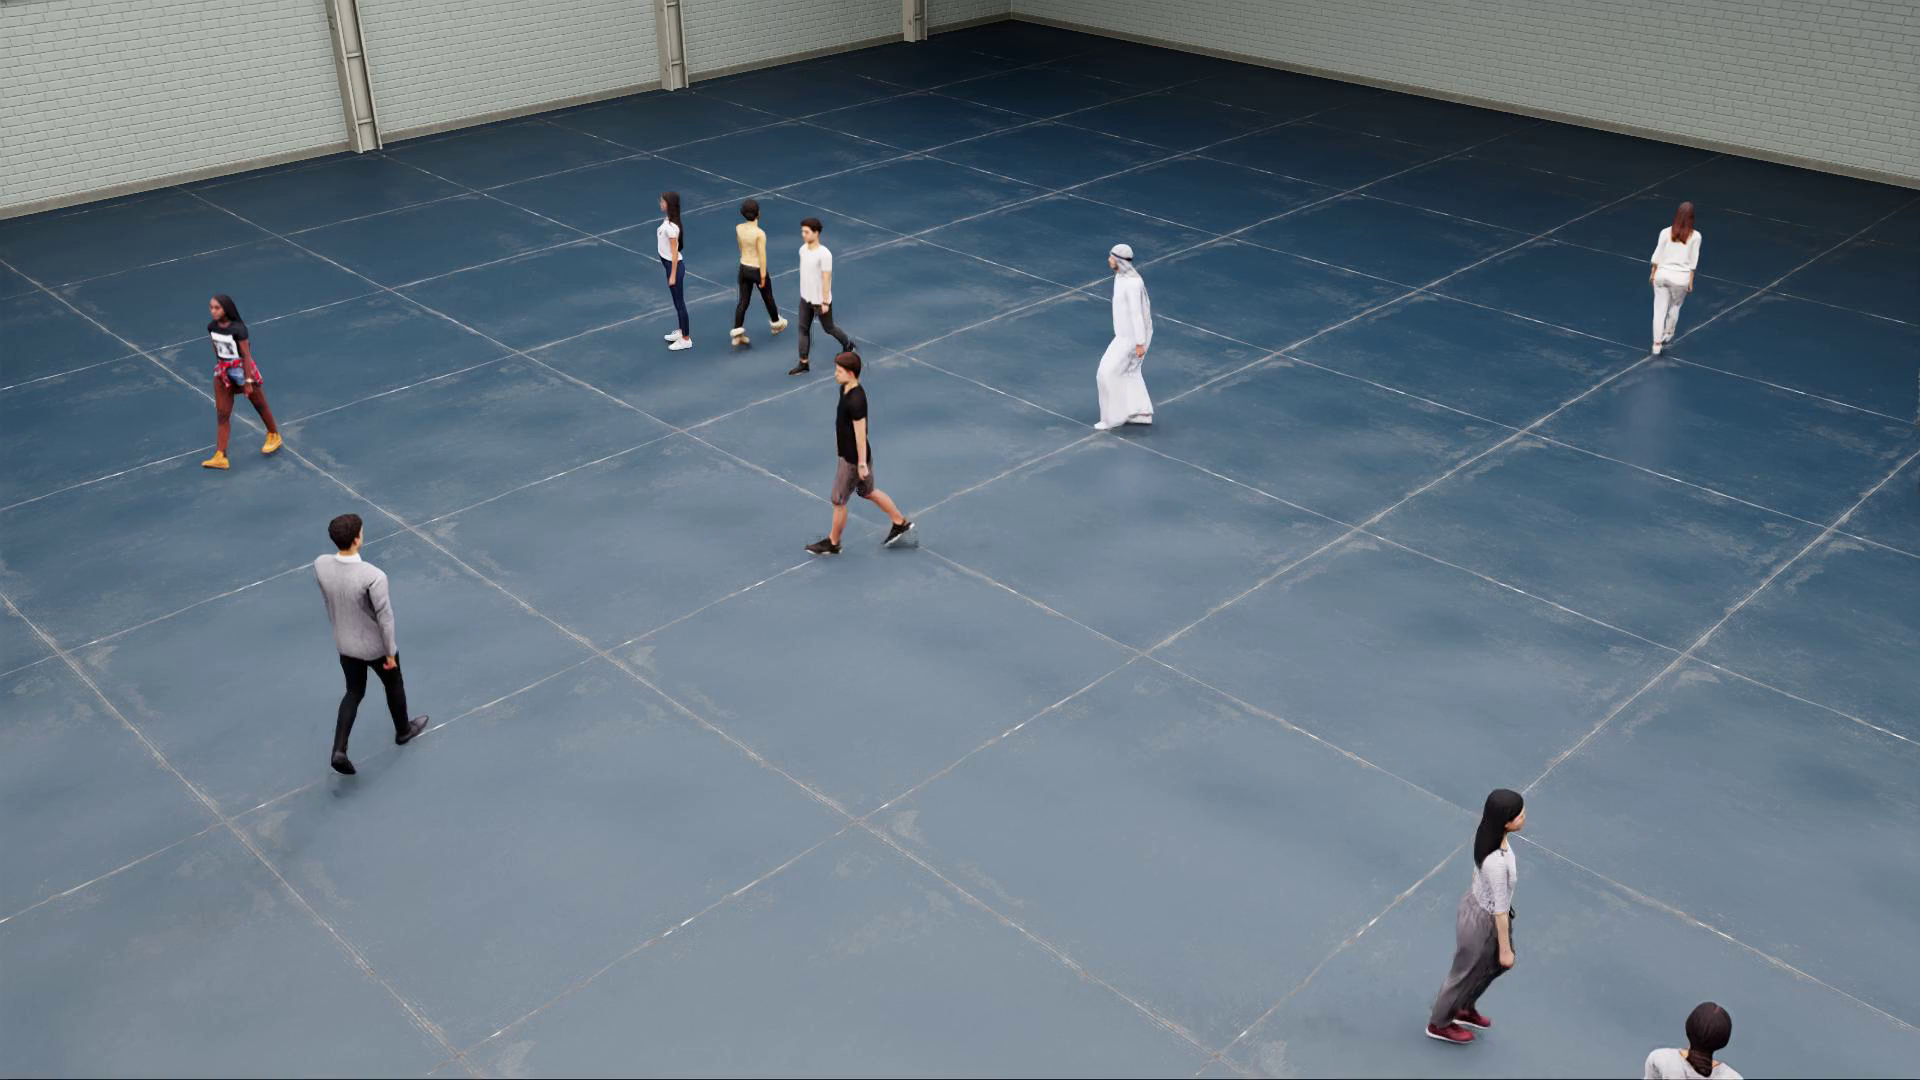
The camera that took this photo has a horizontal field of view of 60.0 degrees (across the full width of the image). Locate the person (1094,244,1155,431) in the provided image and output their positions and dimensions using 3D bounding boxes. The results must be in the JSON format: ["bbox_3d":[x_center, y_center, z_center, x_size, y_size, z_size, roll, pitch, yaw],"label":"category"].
[{"bbox_3d":[1.730,-1.983,16.414,1.046,1.889,0.958,-4,28,-8],"label":"person"}]

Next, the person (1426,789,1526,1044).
[{"bbox_3d":[2.723,2.060,9.004,0.798,1.720,0.720,7,29,13],"label":"person"}]

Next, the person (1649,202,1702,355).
[{"bbox_3d":[7.825,-2.849,18.278,0.825,1.666,1.012,13,30,22],"label":"person"}]

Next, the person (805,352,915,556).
[{"bbox_3d":[-0.804,-0.729,14.112,1.293,1.841,1.122,-5,28,-9],"label":"person"}]

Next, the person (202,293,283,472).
[{"bbox_3d":[-6.787,-1.534,15.802,1.002,1.674,1.254,8,29,15],"label":"person"}]

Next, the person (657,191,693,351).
[{"bbox_3d":[-3.156,-2.996,18.440,0.684,1.775,0.669,-6,29,-11],"label":"person"}]

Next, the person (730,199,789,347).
[{"bbox_3d":[-2.365,-2.928,18.487,0.812,1.611,1.164,14,31,25],"label":"person"}]

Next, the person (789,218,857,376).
[{"bbox_3d":[-1.466,-2.624,17.833,0.624,1.687,1.074,25,37,38],"label":"person"}]

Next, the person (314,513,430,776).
[{"bbox_3d":[-4.124,0.723,11.311,1.094,1.911,1.288,7,29,14],"label":"person"}]

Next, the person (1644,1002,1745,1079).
[{"bbox_3d":[3.249,2.804,7.550,0.645,1.773,0.621,15,31,26],"label":"person"}]
